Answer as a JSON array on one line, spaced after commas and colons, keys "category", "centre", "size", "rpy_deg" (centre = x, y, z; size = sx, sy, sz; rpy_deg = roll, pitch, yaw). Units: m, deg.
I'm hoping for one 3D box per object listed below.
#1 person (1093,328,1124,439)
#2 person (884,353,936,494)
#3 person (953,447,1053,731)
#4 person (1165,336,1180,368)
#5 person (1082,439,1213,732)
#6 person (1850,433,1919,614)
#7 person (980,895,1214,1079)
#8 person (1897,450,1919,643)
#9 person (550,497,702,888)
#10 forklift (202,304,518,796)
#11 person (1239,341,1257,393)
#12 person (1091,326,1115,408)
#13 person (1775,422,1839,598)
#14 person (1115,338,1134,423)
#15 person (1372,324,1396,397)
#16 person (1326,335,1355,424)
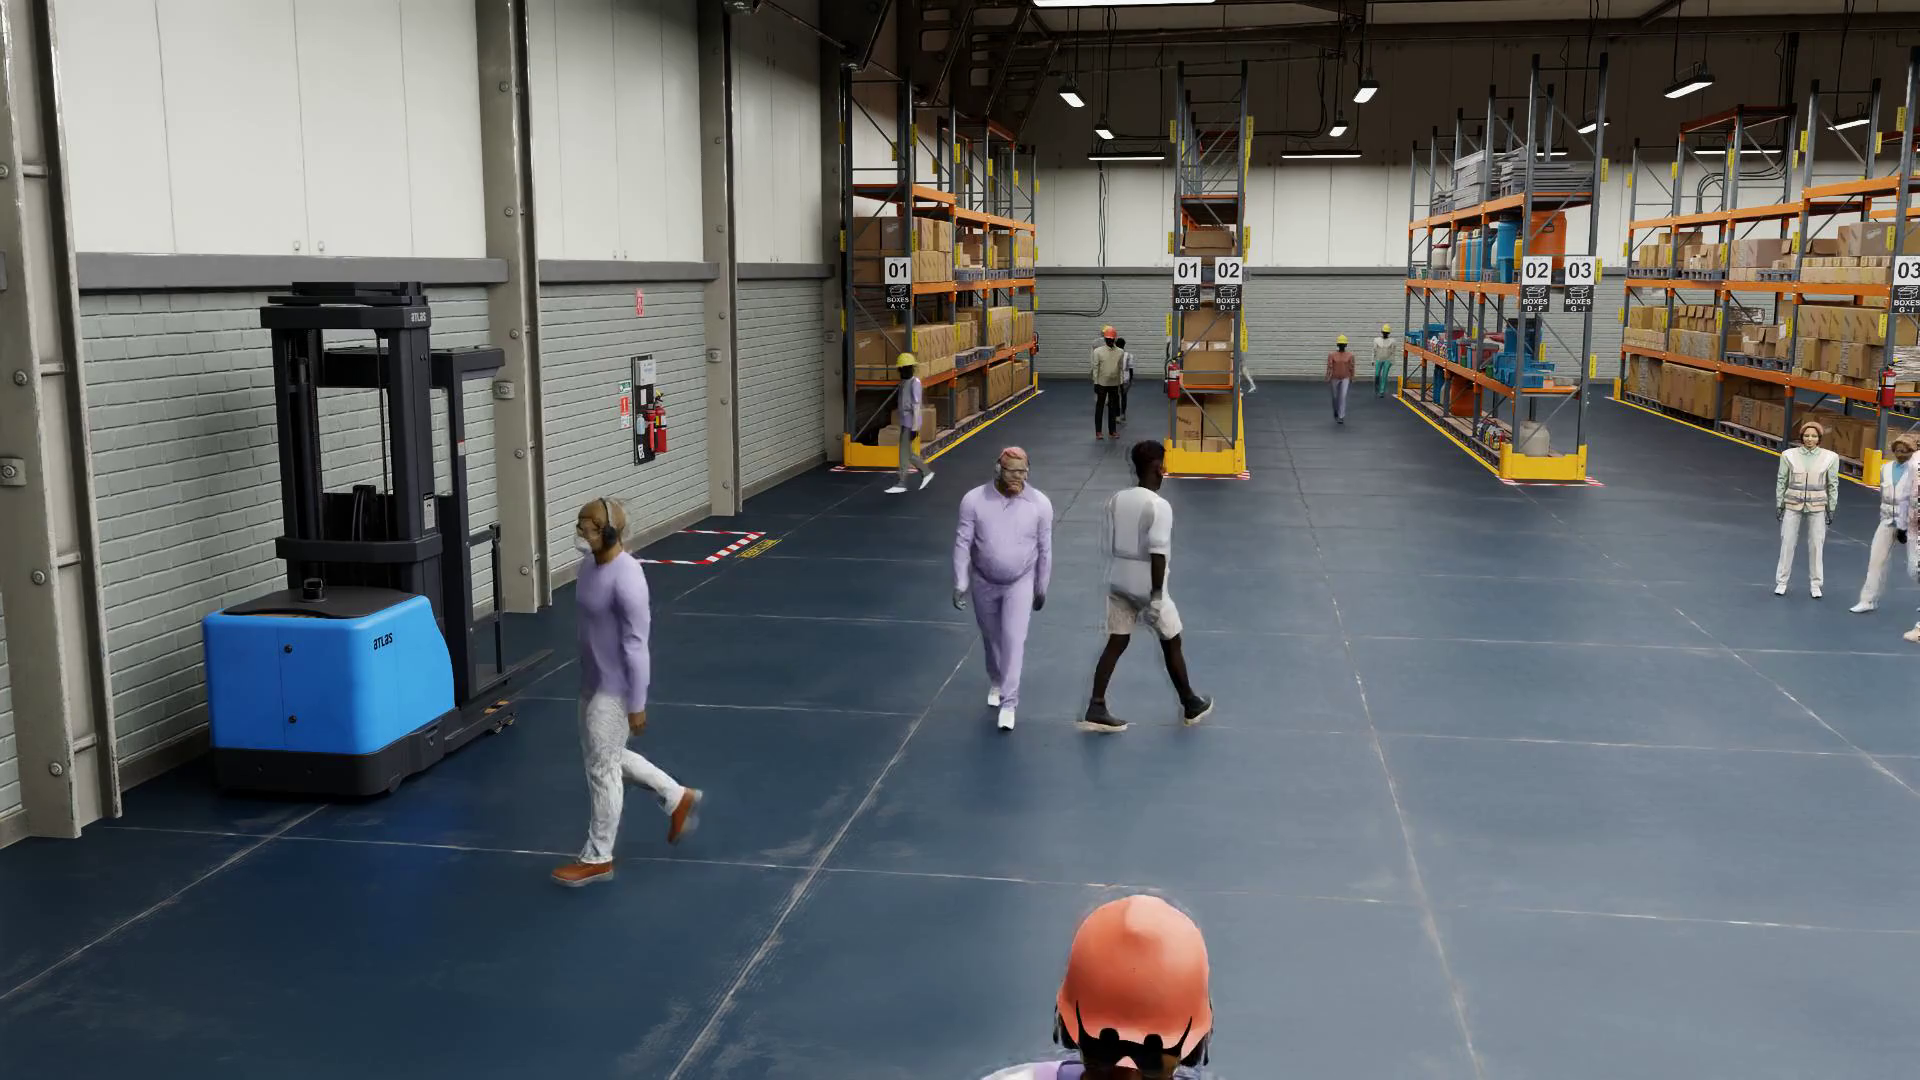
[{"category": "person", "centre": [2.682, -2.821, 29.918], "size": [0.612, 1.990, 0.392], "rpy_deg": [-3, 10, -19]}, {"category": "person", "centre": [-0.674, -1.591, 22.594], "size": [0.735, 1.909, 0.598], "rpy_deg": [-3, 10, -17]}, {"category": "person", "centre": [0.294, 0.289, 11.196], "size": [0.643, 1.850, 1.048], "rpy_deg": [1, 9, 8]}, {"category": "person", "centre": [5.350, -4.512, 40.852], "size": [0.516, 1.831, 0.789], "rpy_deg": [5, 10, 27]}, {"category": "person", "centre": [1.202, 0.299, 10.949], "size": [0.974, 1.913, 0.598], "rpy_deg": [-7, 11, -36]}, {"category": "person", "centre": [8.324, -0.148, 14.623], "size": [0.780, 1.606, 0.512], "rpy_deg": [-4, 10, -25]}, {"category": "person", "centre": [0.277, 1.541, 2.907], "size": [0.631, 2.028, 0.638], "rpy_deg": [2, 9, 13]}, {"category": "person", "centre": [8.077, -0.102, 13.679], "size": [0.771, 1.824, 0.632], "rpy_deg": [-4, 10, -25]}, {"category": "person", "centre": [-1.673, 0.727, 8.258], "size": [0.743, 1.924, 0.639], "rpy_deg": [-5, 10, -28]}, {"category": "forklift", "centre": [-3.673, -0.038, 10.147], "size": [1.129, 2.768, 1.873], "rpy_deg": [1, 9, 9]}, {"category": "person", "centre": [6.895, -4.402, 40.857], "size": [0.809, 1.599, 0.527], "rpy_deg": [1, 9, 8]}, {"category": "person", "centre": [3.159, -3.765, 36.402], "size": [0.623, 1.809, 0.406], "rpy_deg": [6, 11, 34]}, {"category": "person", "centre": [7.825, -0.284, 15.391], "size": [0.513, 1.630, 0.318], "rpy_deg": [5, 11, 30]}, {"category": "person", "centre": [3.159, -3.180, 33.073], "size": [0.553, 1.668, 0.674], "rpy_deg": [0, 9, -3]}, {"category": "person", "centre": [10.098, -4.274, 39.660], "size": [0.531, 1.739, 0.411], "rpy_deg": [3, 10, 17]}, {"category": "person", "centre": [7.594, -3.226, 33.176], "size": [0.537, 1.749, 0.723], "rpy_deg": [3, 10, 16]}]
